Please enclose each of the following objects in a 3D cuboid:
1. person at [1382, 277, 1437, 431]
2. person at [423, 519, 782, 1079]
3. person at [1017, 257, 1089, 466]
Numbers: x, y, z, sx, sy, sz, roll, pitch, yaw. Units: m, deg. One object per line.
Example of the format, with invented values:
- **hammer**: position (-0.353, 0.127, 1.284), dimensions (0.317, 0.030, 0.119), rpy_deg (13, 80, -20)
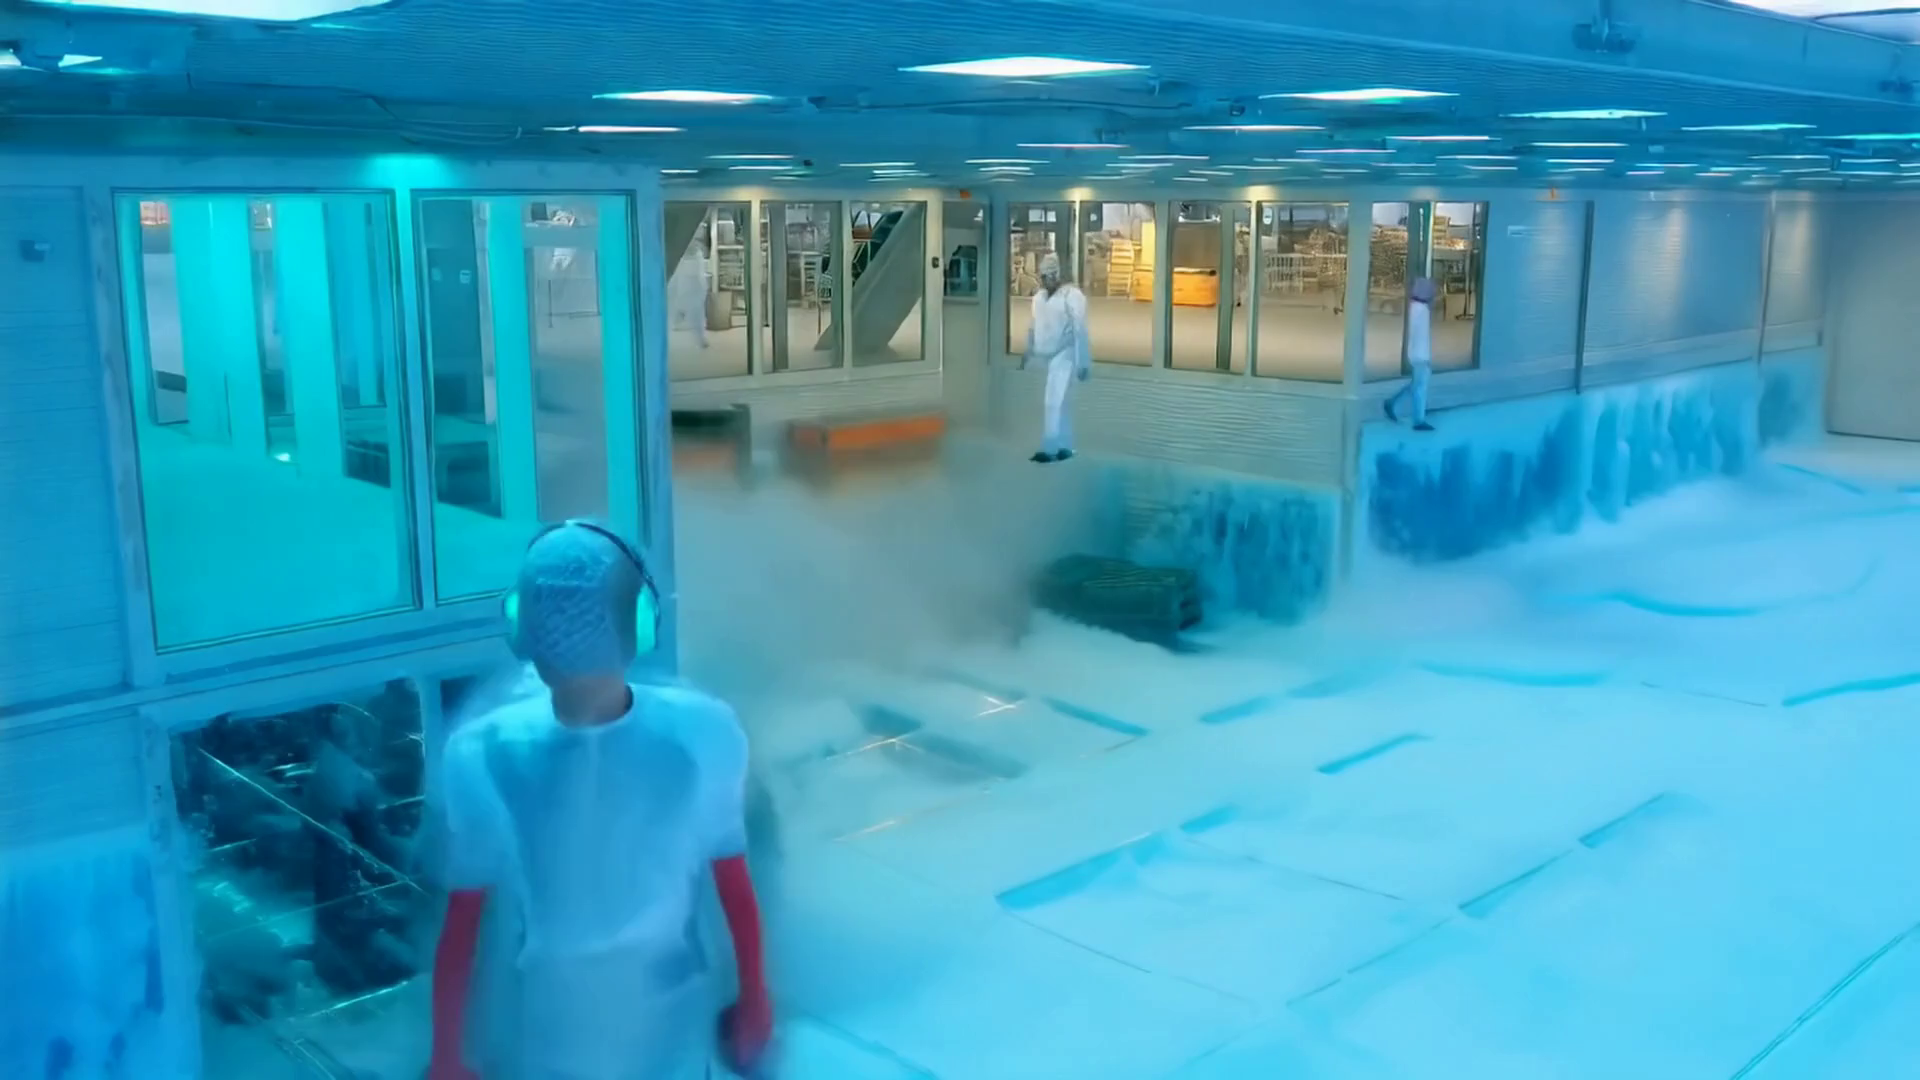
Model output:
- **person**: position (4.763, -1.945, 17.436), dimensions (0.477, 1.620, 0.504), rpy_deg (1, 11, 6)
- **person**: position (-0.581, 0.894, 2.668), dimensions (0.570, 1.834, 0.858), rpy_deg (-1, 11, -5)
- **person**: position (0.785, -1.622, 15.151), dimensions (0.826, 1.875, 0.674), rpy_deg (-9, 14, -37)
